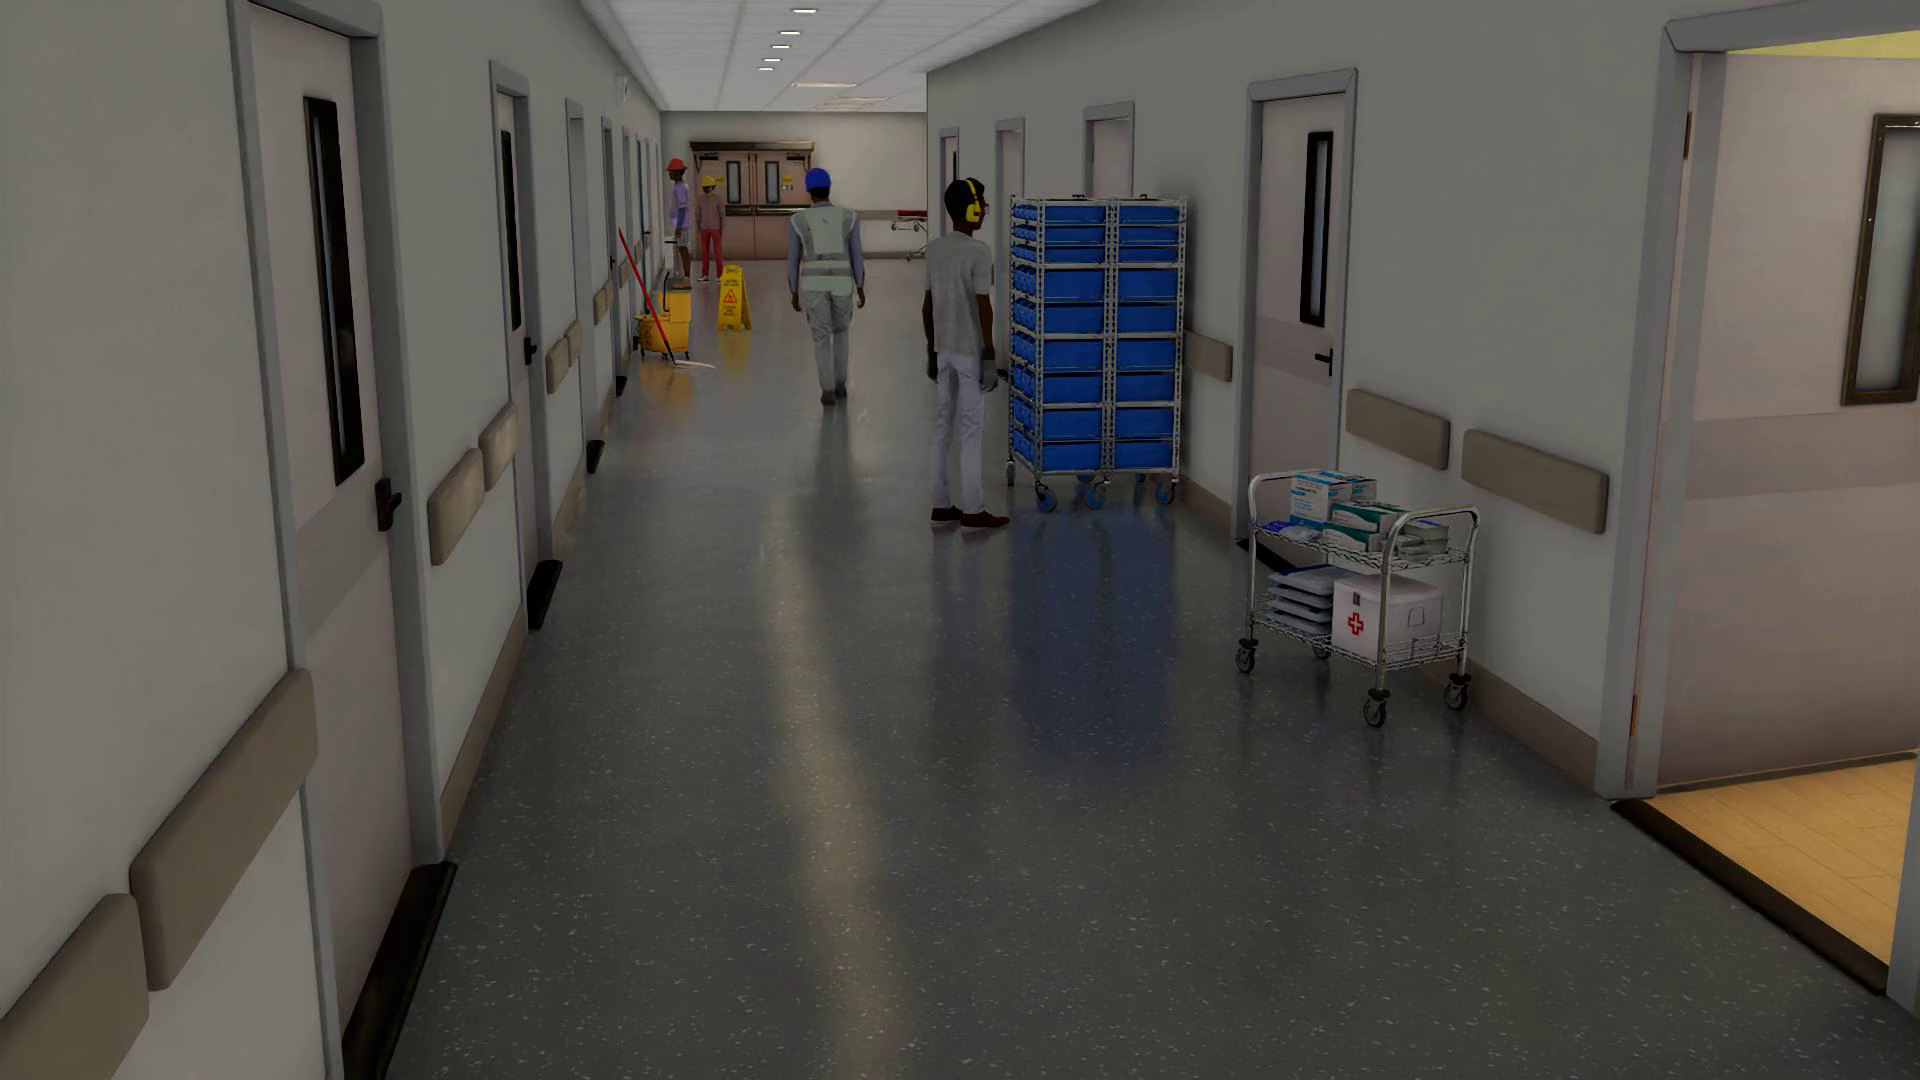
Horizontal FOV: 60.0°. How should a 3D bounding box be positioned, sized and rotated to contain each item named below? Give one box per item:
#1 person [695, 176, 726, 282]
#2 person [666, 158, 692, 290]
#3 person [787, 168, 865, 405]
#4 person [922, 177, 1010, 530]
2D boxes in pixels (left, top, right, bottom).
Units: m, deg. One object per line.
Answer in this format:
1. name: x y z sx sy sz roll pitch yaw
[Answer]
1. person: -4.207 -5.233 28.009 0.533 1.765 0.324 3 13 12
2. person: -4.429 -4.978 26.246 0.380 2.045 0.605 -1 13 -6
3. person: -1.113 -2.092 13.729 0.623 1.907 0.755 -3 13 -11
4. person: 0.013 -0.994 8.944 0.335 1.873 0.519 -11 17 -41
